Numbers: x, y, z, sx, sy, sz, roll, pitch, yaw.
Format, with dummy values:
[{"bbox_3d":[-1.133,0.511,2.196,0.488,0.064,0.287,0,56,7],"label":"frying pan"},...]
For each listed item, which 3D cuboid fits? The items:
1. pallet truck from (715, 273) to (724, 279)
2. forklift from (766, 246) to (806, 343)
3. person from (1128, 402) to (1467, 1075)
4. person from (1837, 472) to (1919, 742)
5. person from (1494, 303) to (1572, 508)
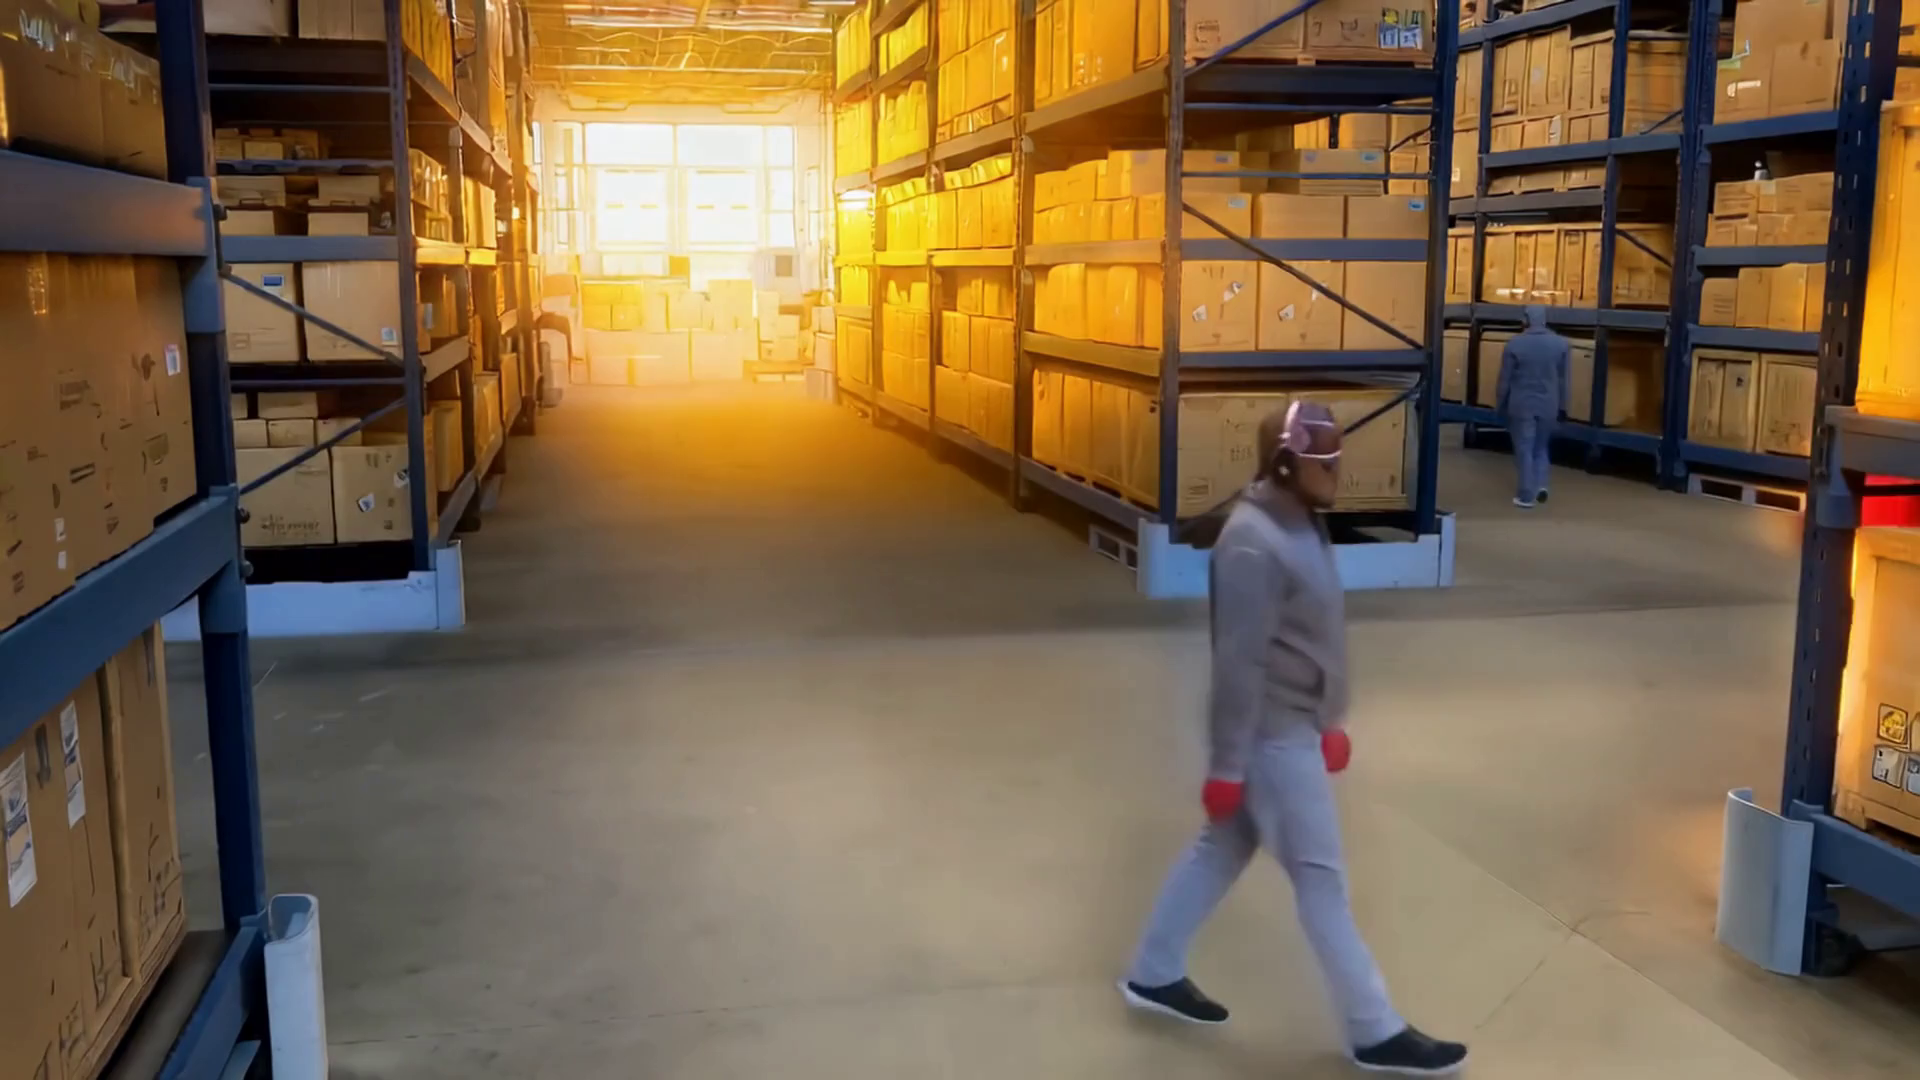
[{"bbox_3d":[-8.580,-8.986,62.280,1.885,1.965,0.823,1,9,5],"label":"pallet truck"},{"bbox_3d":[-5.128,-7.135,48.316,1.129,2.768,1.873,-2,10,-12],"label":"forklift"},{"bbox_3d":[0.918,0.536,4.676,0.991,1.853,0.666,3,10,19],"label":"person"},{"bbox_3d":[4.397,-0.061,7.896,1.058,1.983,0.633,-8,12,-41],"label":"person"},{"bbox_3d":[5.277,-1.242,15.390,0.670,1.889,0.445,-1,9,-4],"label":"person"}]
